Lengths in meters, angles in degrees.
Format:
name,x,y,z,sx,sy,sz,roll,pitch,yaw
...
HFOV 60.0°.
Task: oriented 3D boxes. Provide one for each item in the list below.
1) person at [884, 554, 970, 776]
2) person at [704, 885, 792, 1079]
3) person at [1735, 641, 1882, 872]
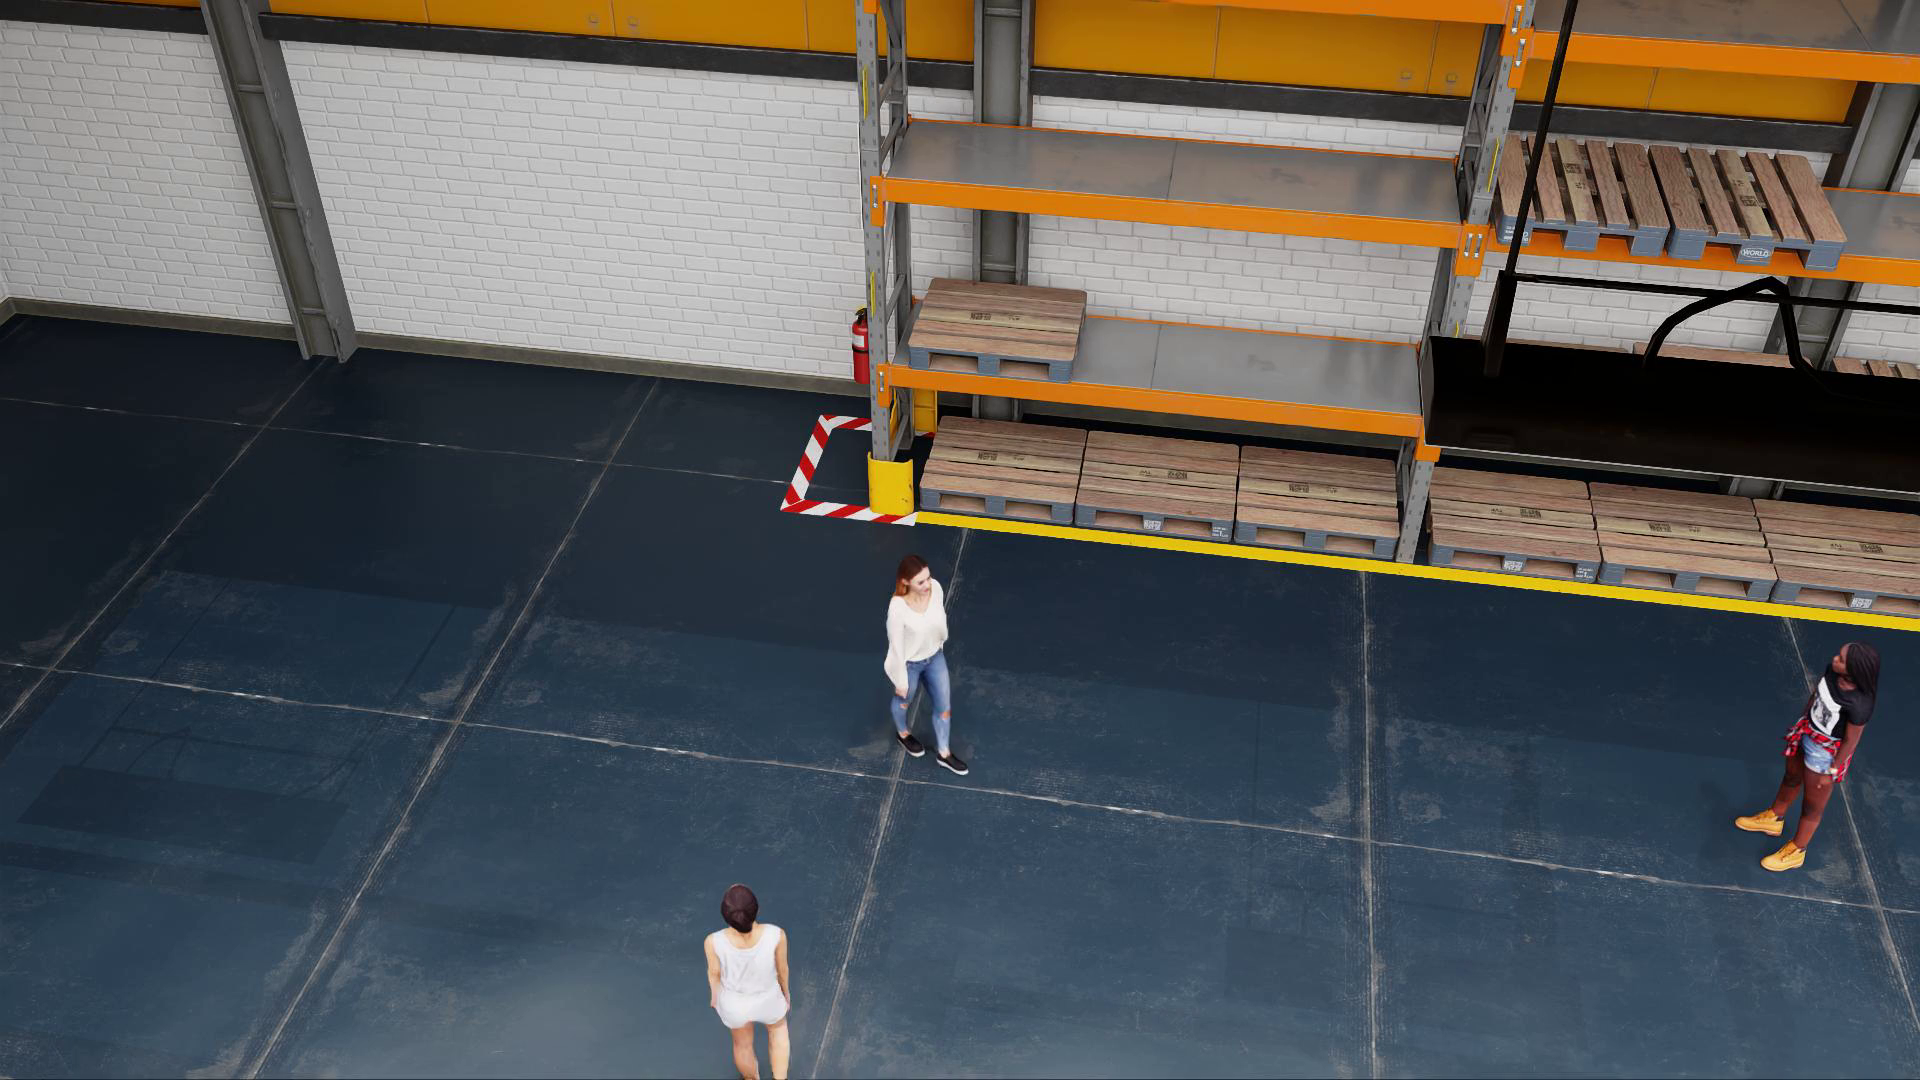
name,x,y,z,sx,sy,sz,roll,pitch,yaw
person,-0.329,0.724,10.433,0.911,1.673,0.981,-27,46,-30
person,-1.055,2.376,8.425,0.662,1.596,0.734,-7,39,-9
person,5.039,1.238,9.747,0.653,1.726,0.662,-1,39,-1
